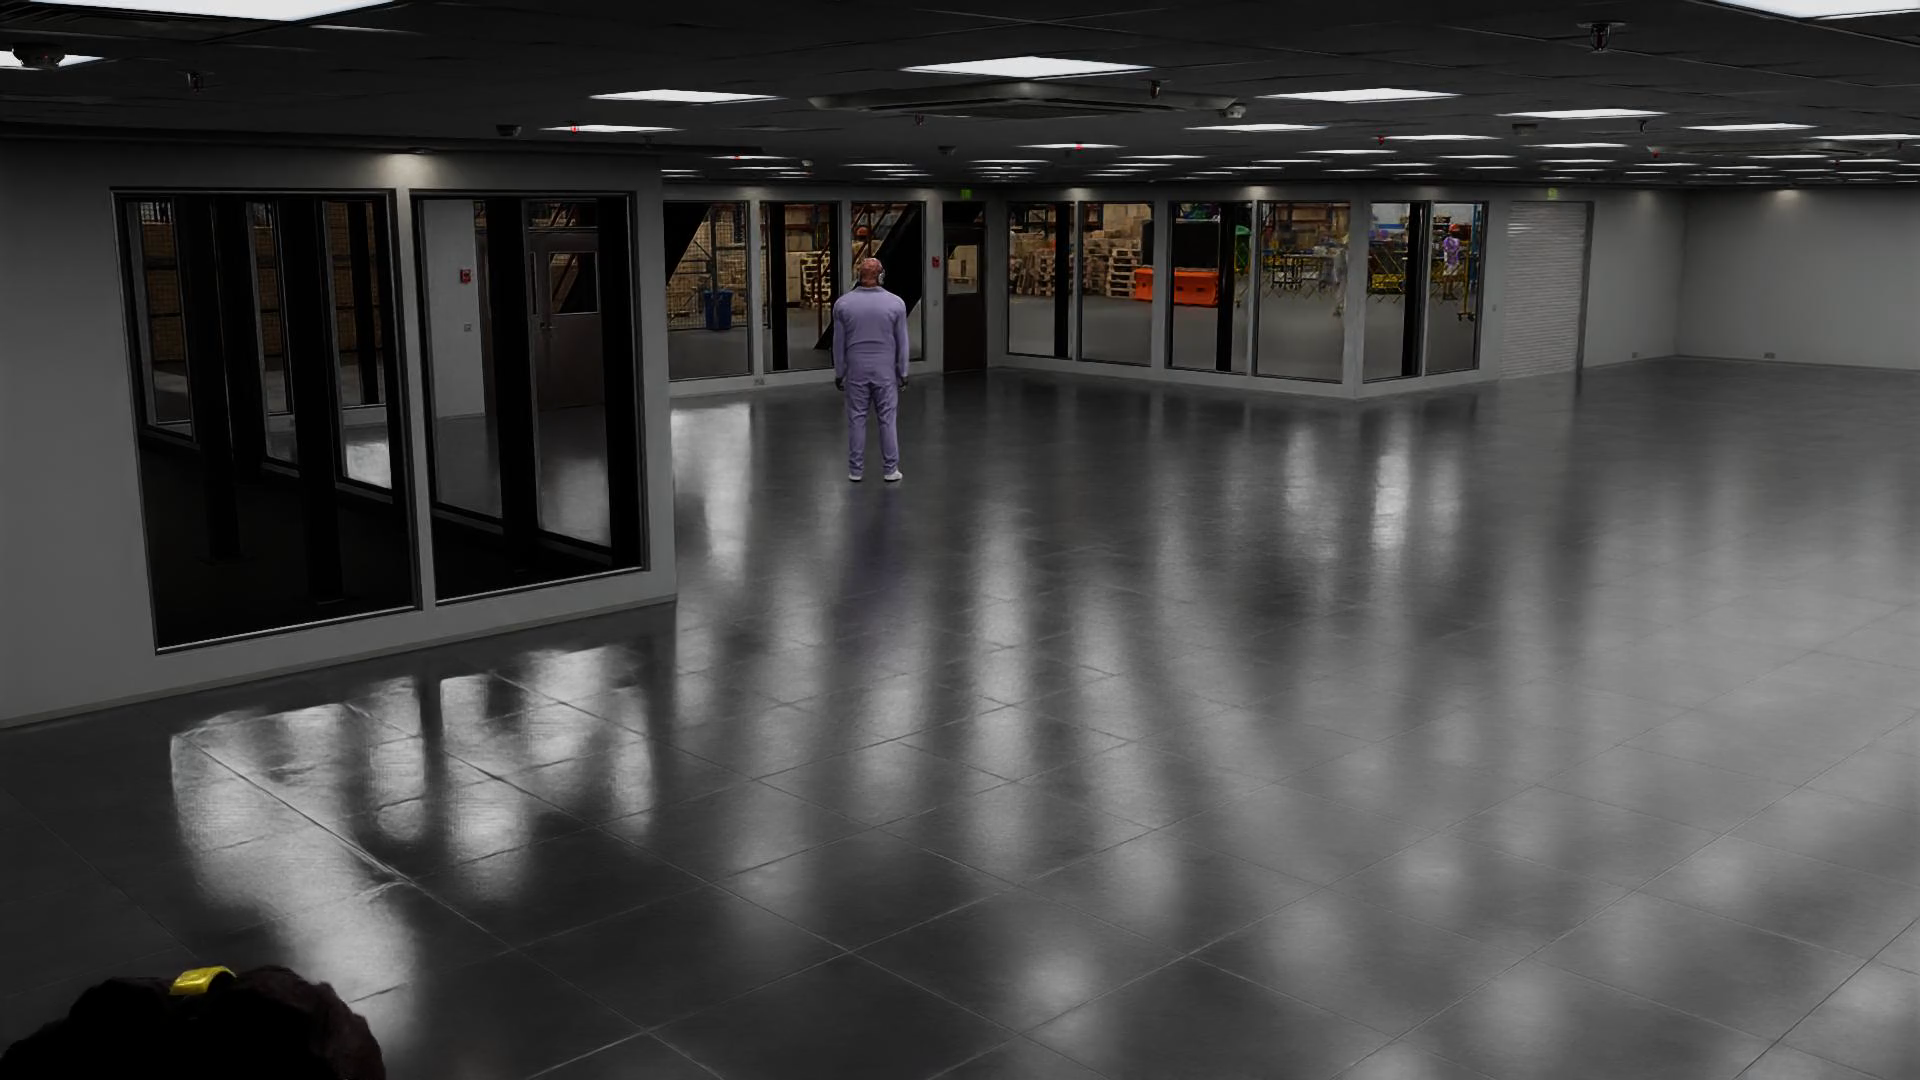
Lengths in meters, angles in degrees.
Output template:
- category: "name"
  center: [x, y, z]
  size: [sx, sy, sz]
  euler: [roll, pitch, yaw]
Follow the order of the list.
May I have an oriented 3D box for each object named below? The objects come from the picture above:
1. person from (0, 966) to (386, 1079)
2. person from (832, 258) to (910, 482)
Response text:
- category: "person"
  center: [-0.444, 1.174, 1.201]
  size: [0.325, 1.865, 0.516]
  euler: [-9, 15, -39]
- category: "person"
  center: [-0.752, -1.441, 14.183]
  size: [0.651, 1.906, 0.403]
  euler: [0, 11, 2]
